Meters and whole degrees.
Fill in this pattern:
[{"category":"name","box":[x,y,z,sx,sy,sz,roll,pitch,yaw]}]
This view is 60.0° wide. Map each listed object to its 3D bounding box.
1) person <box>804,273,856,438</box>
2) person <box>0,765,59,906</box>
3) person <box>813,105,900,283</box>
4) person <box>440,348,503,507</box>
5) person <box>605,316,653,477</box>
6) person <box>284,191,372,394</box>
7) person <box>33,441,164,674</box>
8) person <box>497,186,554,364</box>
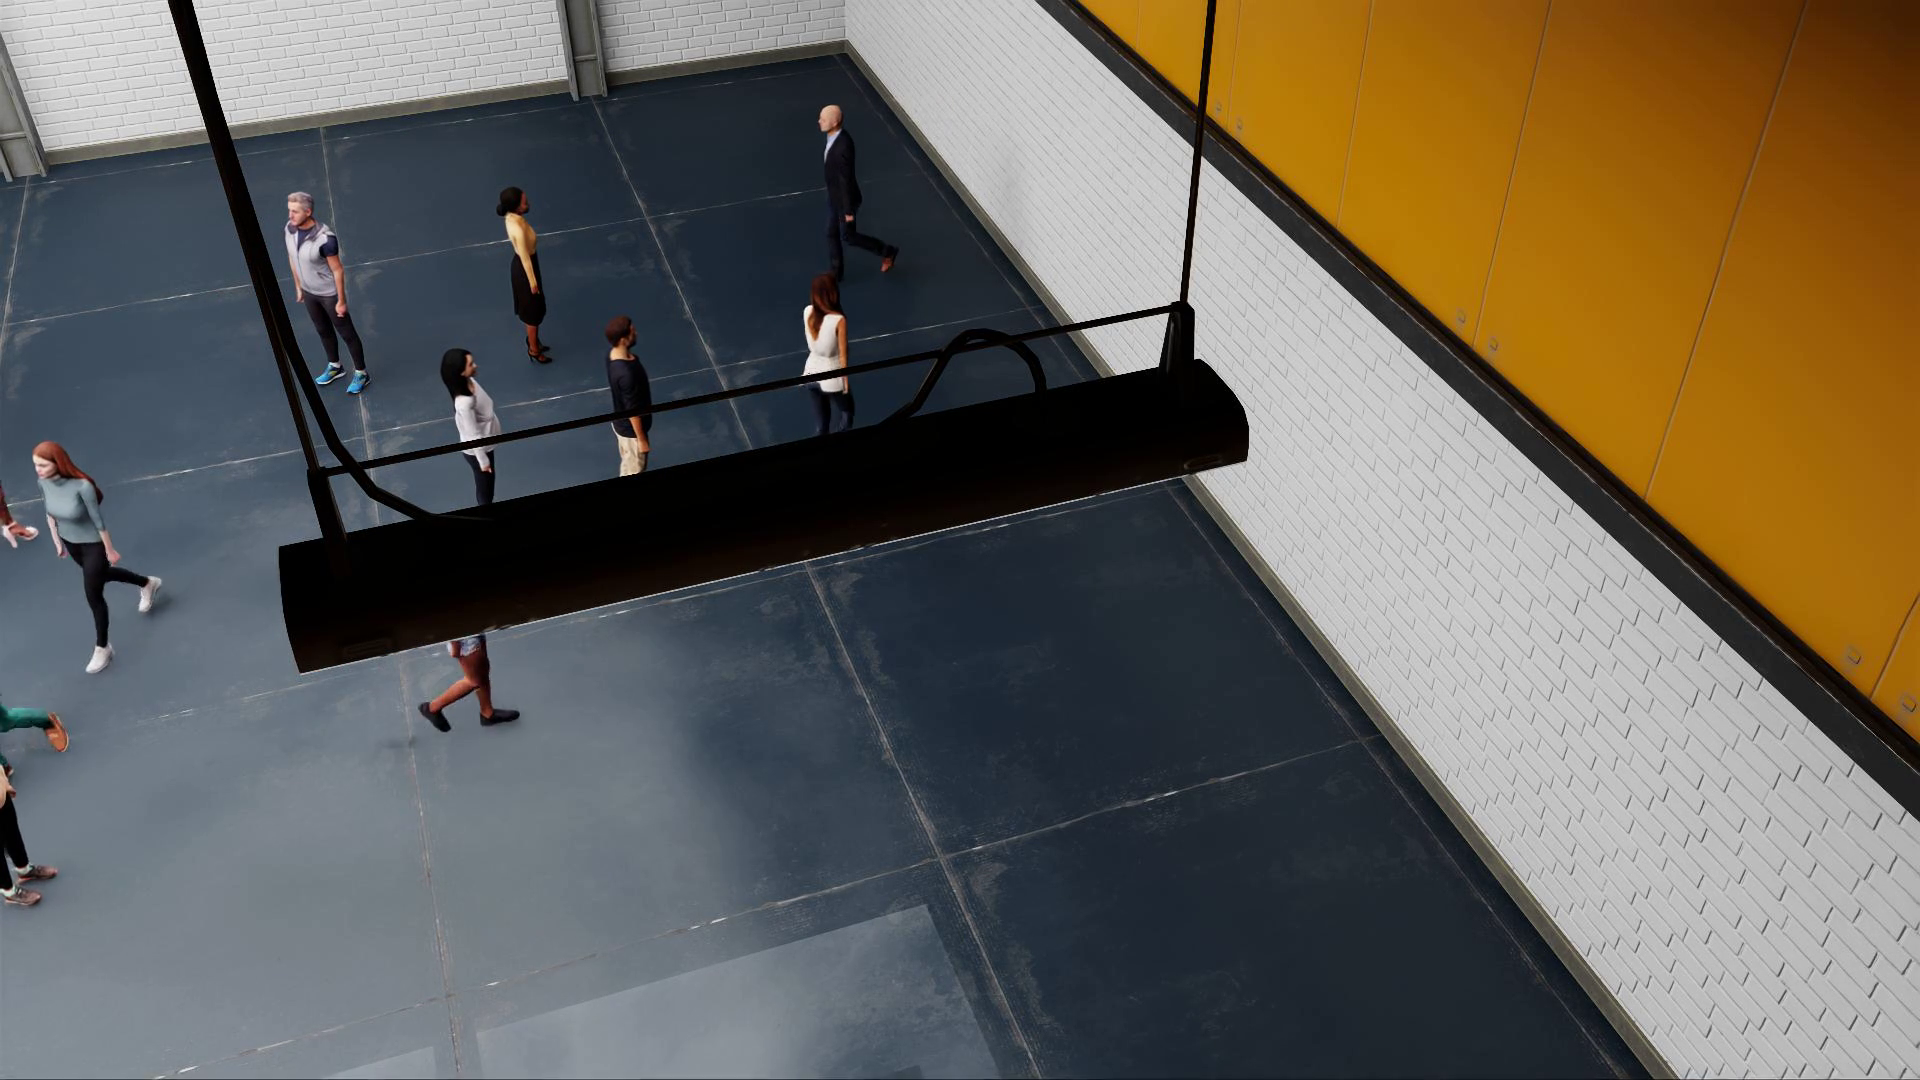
[{"category":"person","box":[-1.091,-1.213,12.955,0.721,1.770,0.781,18,42,22]},{"category":"person","box":[-5.703,1.546,9.731,0.606,1.483,0.619,0,39,1]},{"category":"person","box":[-1.005,-3.185,15.420,1.064,1.777,0.750,-9,40,-11]},{"category":"person","box":[-3.582,-0.689,12.357,0.567,1.700,0.627,-10,40,-12]},{"category":"person","box":[-2.467,-0.848,12.433,0.555,1.851,0.643,-15,41,-17]},{"category":"person","box":[-5.361,-2.106,14.025,0.757,1.830,0.818,16,41,19]},{"category":"person","box":[-5.965,0.010,11.472,1.102,1.711,1.100,13,41,16]},{"category":"person","box":[-3.757,-2.296,14.407,0.526,1.651,0.559,-15,41,-17]}]
